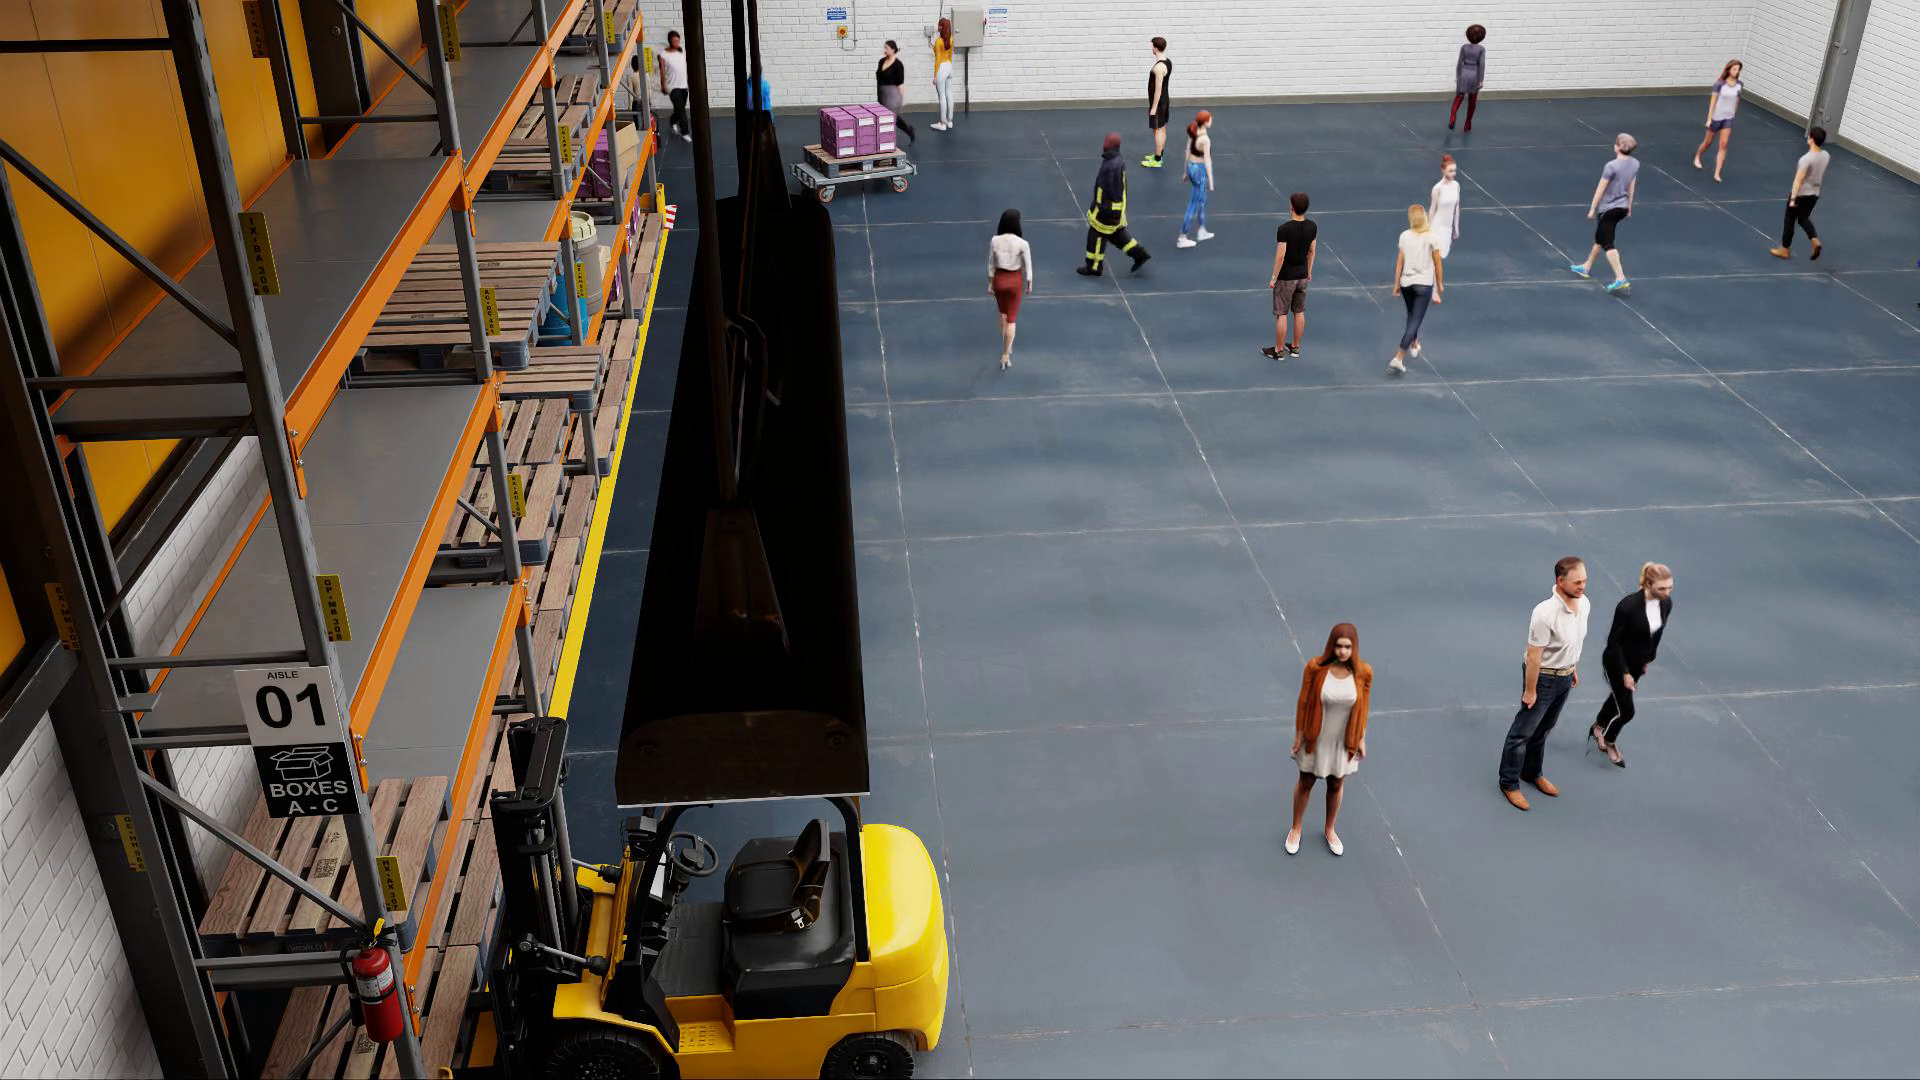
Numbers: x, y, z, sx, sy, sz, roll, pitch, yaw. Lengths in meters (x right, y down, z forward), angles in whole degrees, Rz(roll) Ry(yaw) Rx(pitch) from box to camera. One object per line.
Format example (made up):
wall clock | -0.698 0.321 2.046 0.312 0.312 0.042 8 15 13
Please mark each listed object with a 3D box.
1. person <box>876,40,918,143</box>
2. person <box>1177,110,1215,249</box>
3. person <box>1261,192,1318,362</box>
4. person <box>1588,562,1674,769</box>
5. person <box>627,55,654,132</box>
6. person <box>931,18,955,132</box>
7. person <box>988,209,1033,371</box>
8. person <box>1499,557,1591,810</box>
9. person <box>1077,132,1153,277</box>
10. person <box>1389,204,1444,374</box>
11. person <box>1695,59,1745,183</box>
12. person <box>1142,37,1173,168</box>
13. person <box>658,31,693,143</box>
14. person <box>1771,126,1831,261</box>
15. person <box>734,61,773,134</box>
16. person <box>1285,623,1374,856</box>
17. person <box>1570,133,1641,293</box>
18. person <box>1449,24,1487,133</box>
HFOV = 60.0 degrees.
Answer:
person | -0.986 -6.708 25.260 1.107 1.732 1.131 -23 36 -36
person | 2.971 -4.616 21.388 0.841 1.767 0.881 -13 31 -22
person | 3.610 -2.874 18.096 0.757 1.862 0.707 -13 31 -22
person | 4.535 0.856 11.468 0.749 1.661 0.831 -16 32 -27
person | -4.888 -6.684 25.494 0.635 1.465 0.654 -18 34 -30
person | -0.255 -7.471 26.640 0.747 1.751 0.682 20 35 32
person | 0.498 -2.657 17.838 0.811 1.728 0.957 9 30 15
person | 3.931 0.910 11.165 0.746 1.856 0.737 -17 33 -28
person | 1.938 -4.100 20.414 0.987 1.795 1.175 5 29 8
person | 4.848 -2.657 17.795 1.105 1.769 1.195 22 35 34
person | 11.054 -6.142 24.256 0.688 1.700 1.094 1 29 2
person | 2.965 -6.526 24.759 0.827 1.892 0.680 10 30 17
person | -4.460 -7.146 26.142 1.031 1.656 1.165 -23 36 -36
person | 10.687 -4.320 20.908 0.744 1.707 0.955 -10 30 -17
person | -2.914 -6.074 24.090 1.042 1.740 1.325 11 30 19
person | 2.367 1.253 10.675 0.656 1.723 0.617 2 29 4
person | 7.900 -3.906 19.999 1.003 1.851 1.323 -14 32 -24
person | 8.033 -7.267 26.324 0.918 1.695 1.024 17 33 28
